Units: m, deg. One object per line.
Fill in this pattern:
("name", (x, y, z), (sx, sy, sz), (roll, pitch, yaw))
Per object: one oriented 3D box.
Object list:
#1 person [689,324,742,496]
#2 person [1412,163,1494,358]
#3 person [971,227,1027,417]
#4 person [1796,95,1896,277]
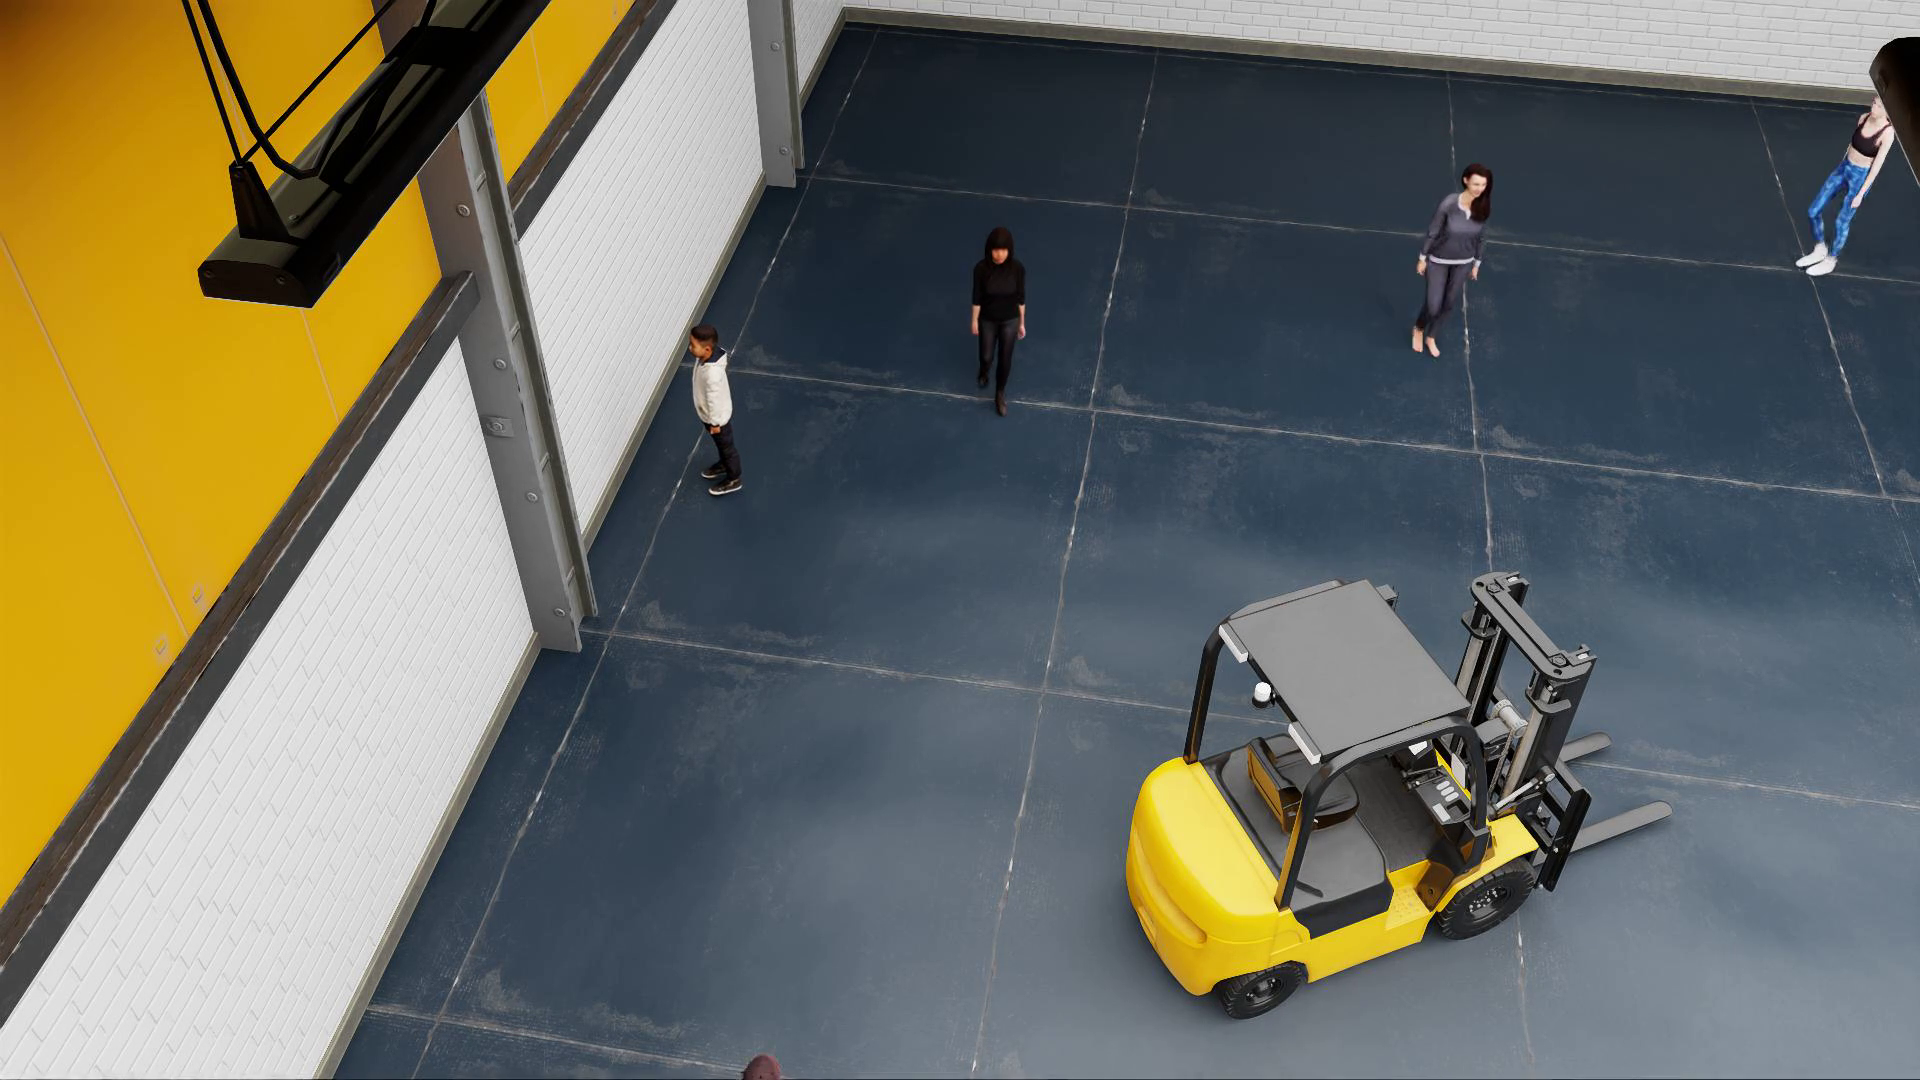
("person", (-1.776, -0.976, 12.099), (0.710, 1.453, 0.595), (-12, 45, -13))
("person", (3.861, -2.265, 13.232), (0.720, 1.758, 0.708), (-5, 44, -6))
("person", (0.298, -1.741, 12.773), (0.665, 1.631, 0.782), (-3, 44, -3))
("person", (7.569, -2.997, 13.990), (0.767, 1.771, 0.702), (-11, 45, -11))
